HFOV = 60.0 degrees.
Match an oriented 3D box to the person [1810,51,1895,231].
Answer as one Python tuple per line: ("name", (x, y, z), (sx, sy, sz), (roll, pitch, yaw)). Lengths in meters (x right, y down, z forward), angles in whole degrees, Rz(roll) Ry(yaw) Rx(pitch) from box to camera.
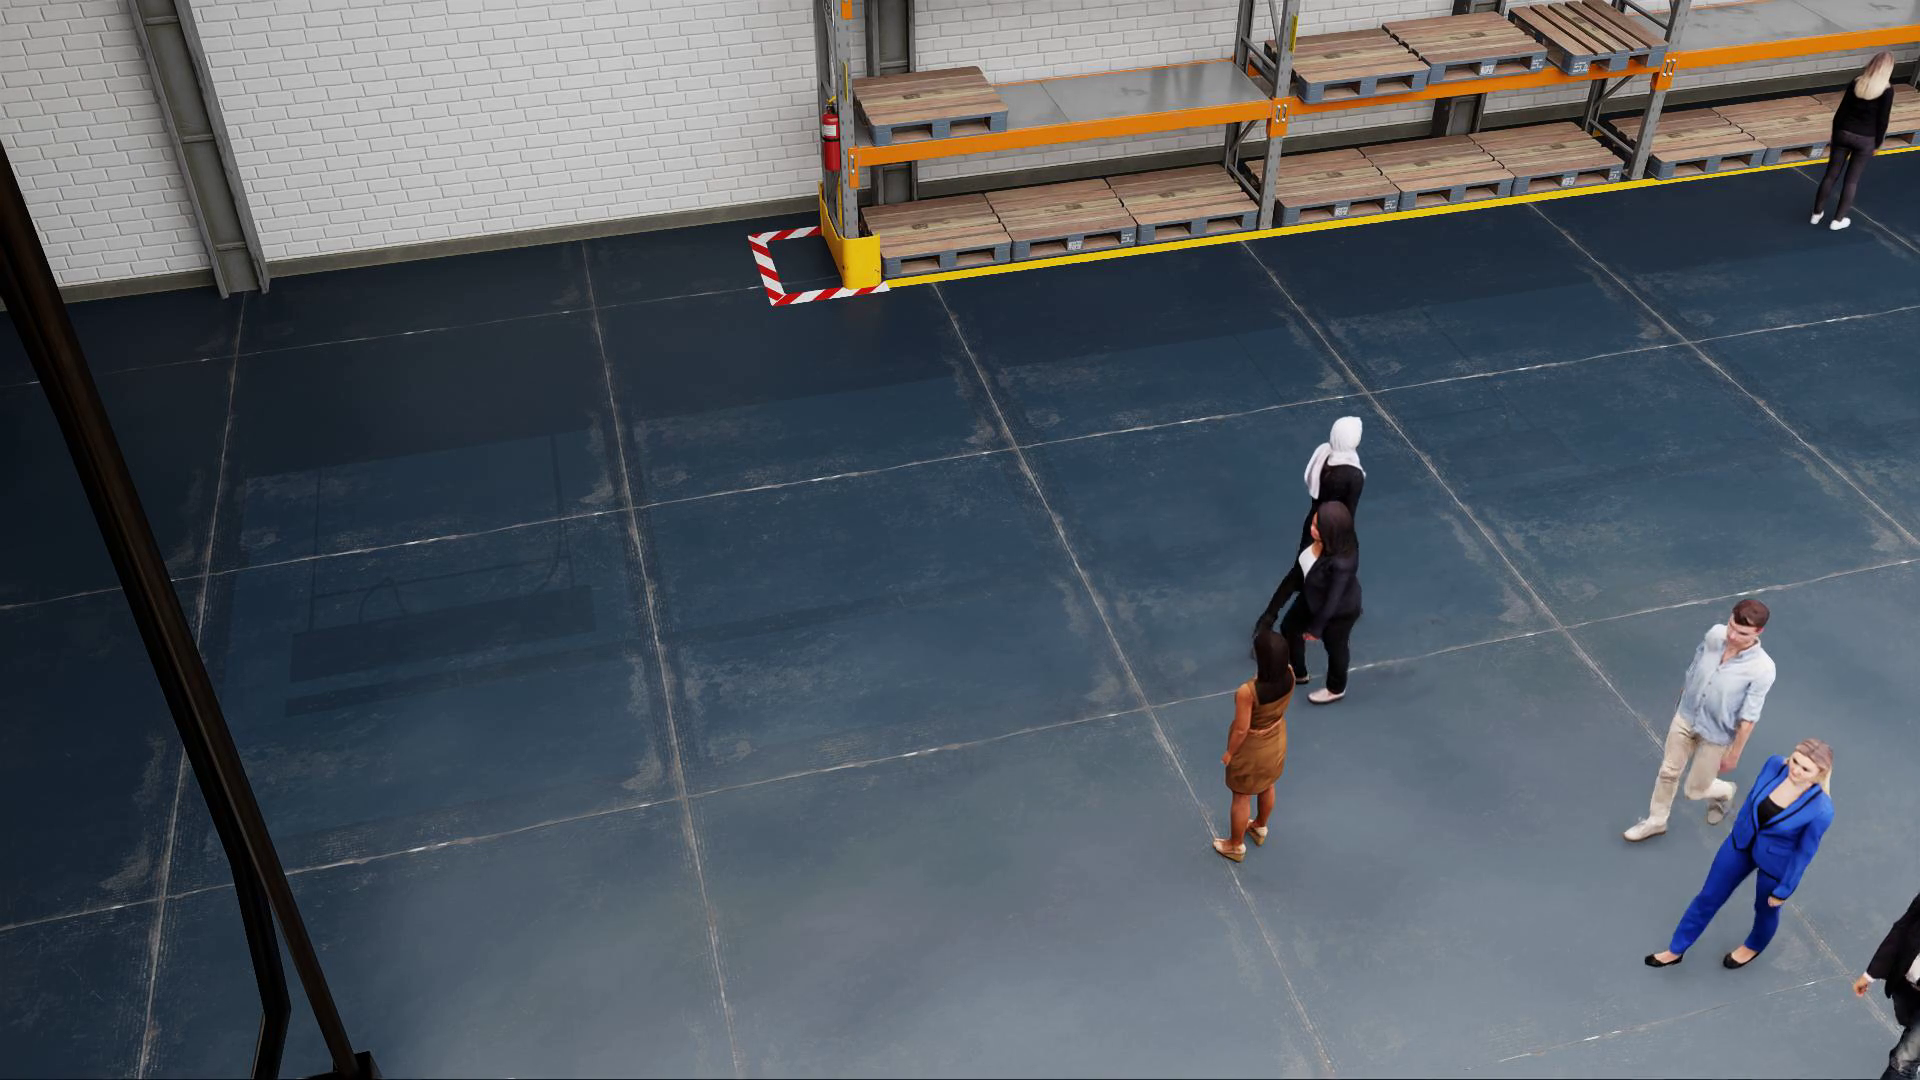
("person", (8.271, -3.695, 15.389), (0.696, 1.686, 0.702), (32, 48, 33))

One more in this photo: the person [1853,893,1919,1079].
("person", (4.687, 2.160, 7.923), (1.149, 1.742, 0.866), (-18, 42, -21))

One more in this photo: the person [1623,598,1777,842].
("person", (4.284, 1.032, 9.355), (0.928, 1.831, 0.731), (-14, 41, -16))

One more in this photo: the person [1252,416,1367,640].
("person", (2.299, -0.011, 10.733), (1.206, 1.740, 0.812), (-20, 43, -23))

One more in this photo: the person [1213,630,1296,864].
("person", (1.662, 1.151, 9.318), (0.571, 1.690, 0.691), (-27, 46, -30))

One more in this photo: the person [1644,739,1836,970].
("person", (4.284, 1.649, 8.703), (0.984, 1.679, 0.746), (-16, 41, -19))

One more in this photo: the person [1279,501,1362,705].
("person", (2.367, 0.389, 10.349), (0.665, 1.594, 0.618), (-10, 40, -12))
